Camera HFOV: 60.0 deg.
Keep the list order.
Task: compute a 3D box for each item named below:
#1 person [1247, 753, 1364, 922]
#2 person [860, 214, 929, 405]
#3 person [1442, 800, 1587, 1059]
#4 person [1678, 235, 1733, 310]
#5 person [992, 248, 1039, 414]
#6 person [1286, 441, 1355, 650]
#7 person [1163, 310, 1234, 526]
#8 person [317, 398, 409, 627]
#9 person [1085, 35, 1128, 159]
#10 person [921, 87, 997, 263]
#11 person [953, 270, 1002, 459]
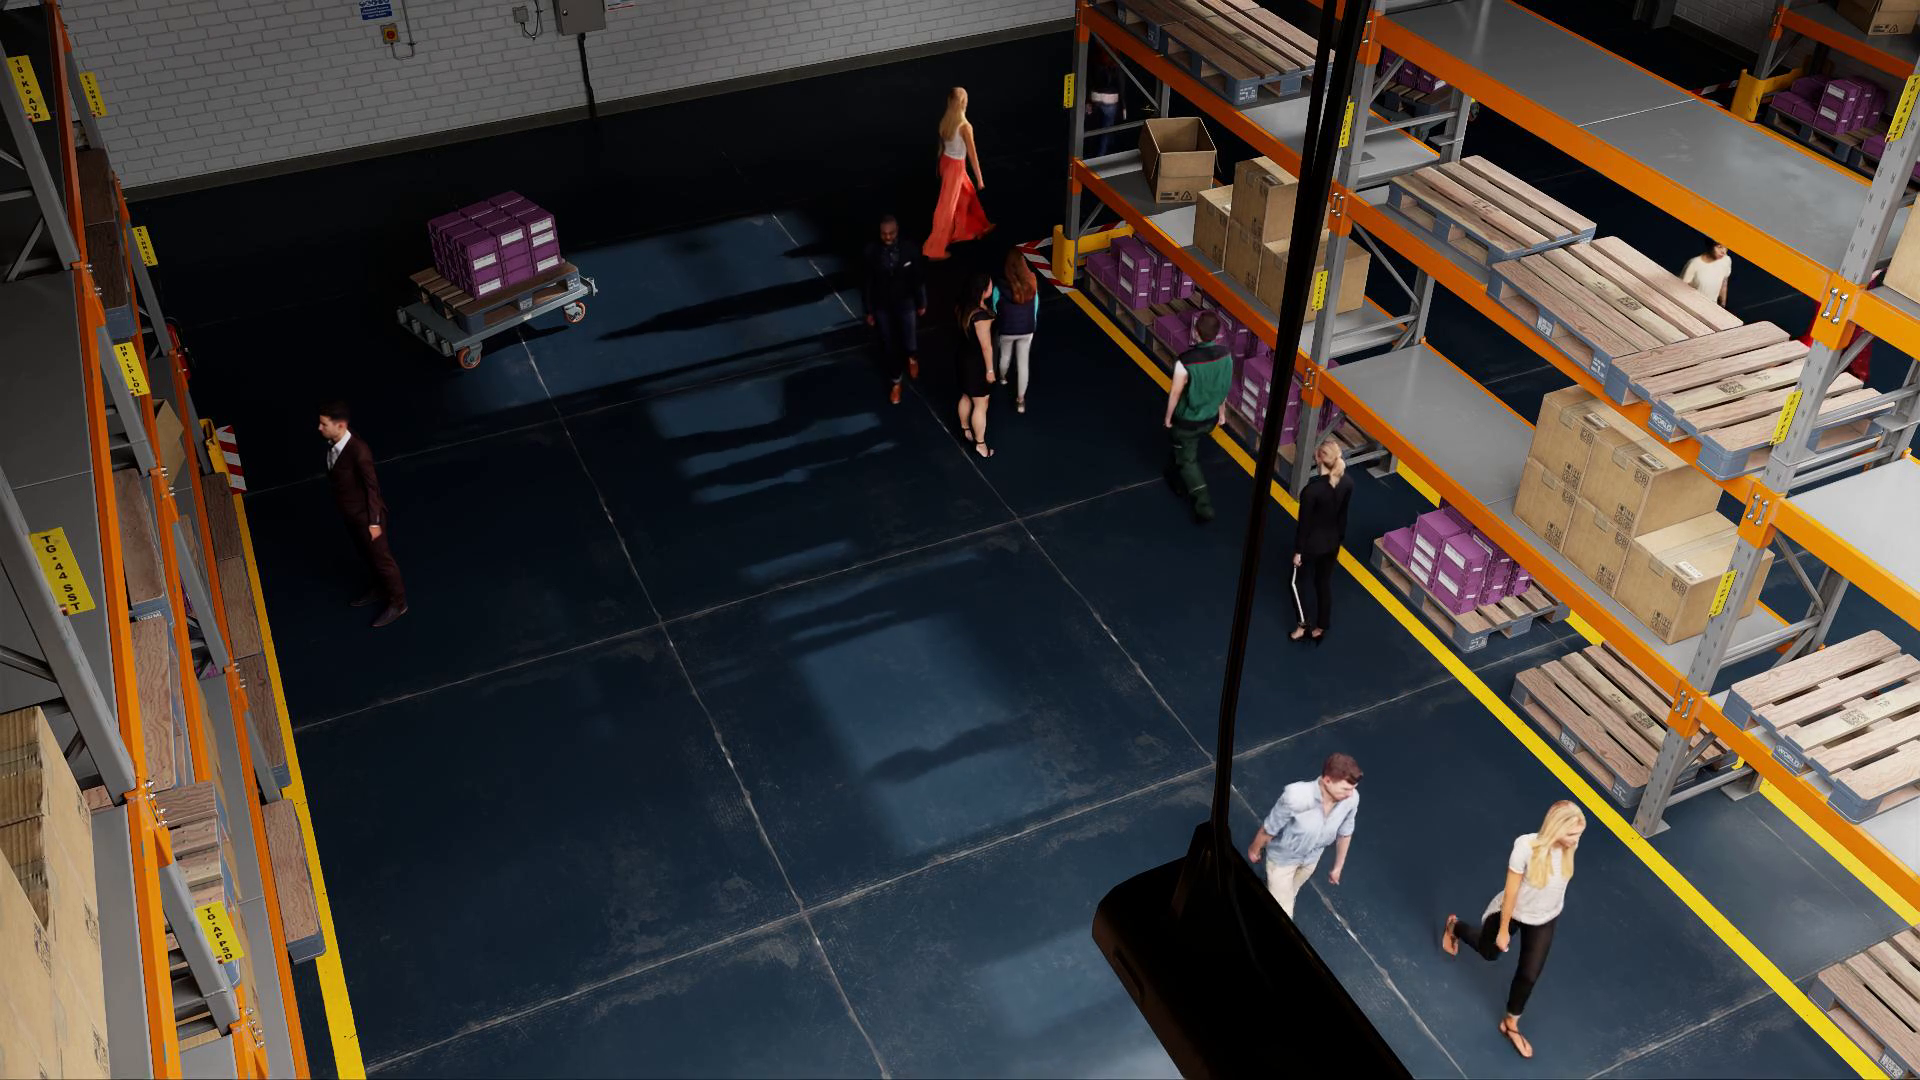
[{"bbox_3d":[1.902,1.771,9.620,0.719,1.803,0.807,-8,39,-10],"label":"person"},{"bbox_3d":[-0.571,-2.067,14.429,0.922,1.799,0.991,2,39,2],"label":"person"},{"bbox_3d":[3.076,2.030,9.305,0.708,1.793,1.152,-10,40,-12],"label":"person"},{"bbox_3d":[6.416,-2.064,14.615,0.685,1.563,0.939,-11,40,-13],"label":"person"},{"bbox_3d":[0.492,-1.779,14.338,0.766,1.463,0.993,-3,39,-4],"label":"person"},{"bbox_3d":[2.561,0.080,11.833,0.622,1.684,0.609,-18,42,-21],"label":"person"},{"bbox_3d":[1.863,-0.933,12.996,0.648,1.816,1.062,-16,41,-19],"label":"person"},{"bbox_3d":[-4.352,-0.235,12.082,0.819,1.866,0.670,-32,48,-33],"label":"person"},{"bbox_3d":[1.461,-4.522,17.525,0.708,1.772,0.783,28,47,31],"label":"person"},{"bbox_3d":[-0.147,-3.534,16.294,0.836,1.764,1.153,-22,44,-26],"label":"person"},{"bbox_3d":[0.126,-1.455,13.728,0.717,1.718,0.542,-18,42,-21],"label":"person"}]
